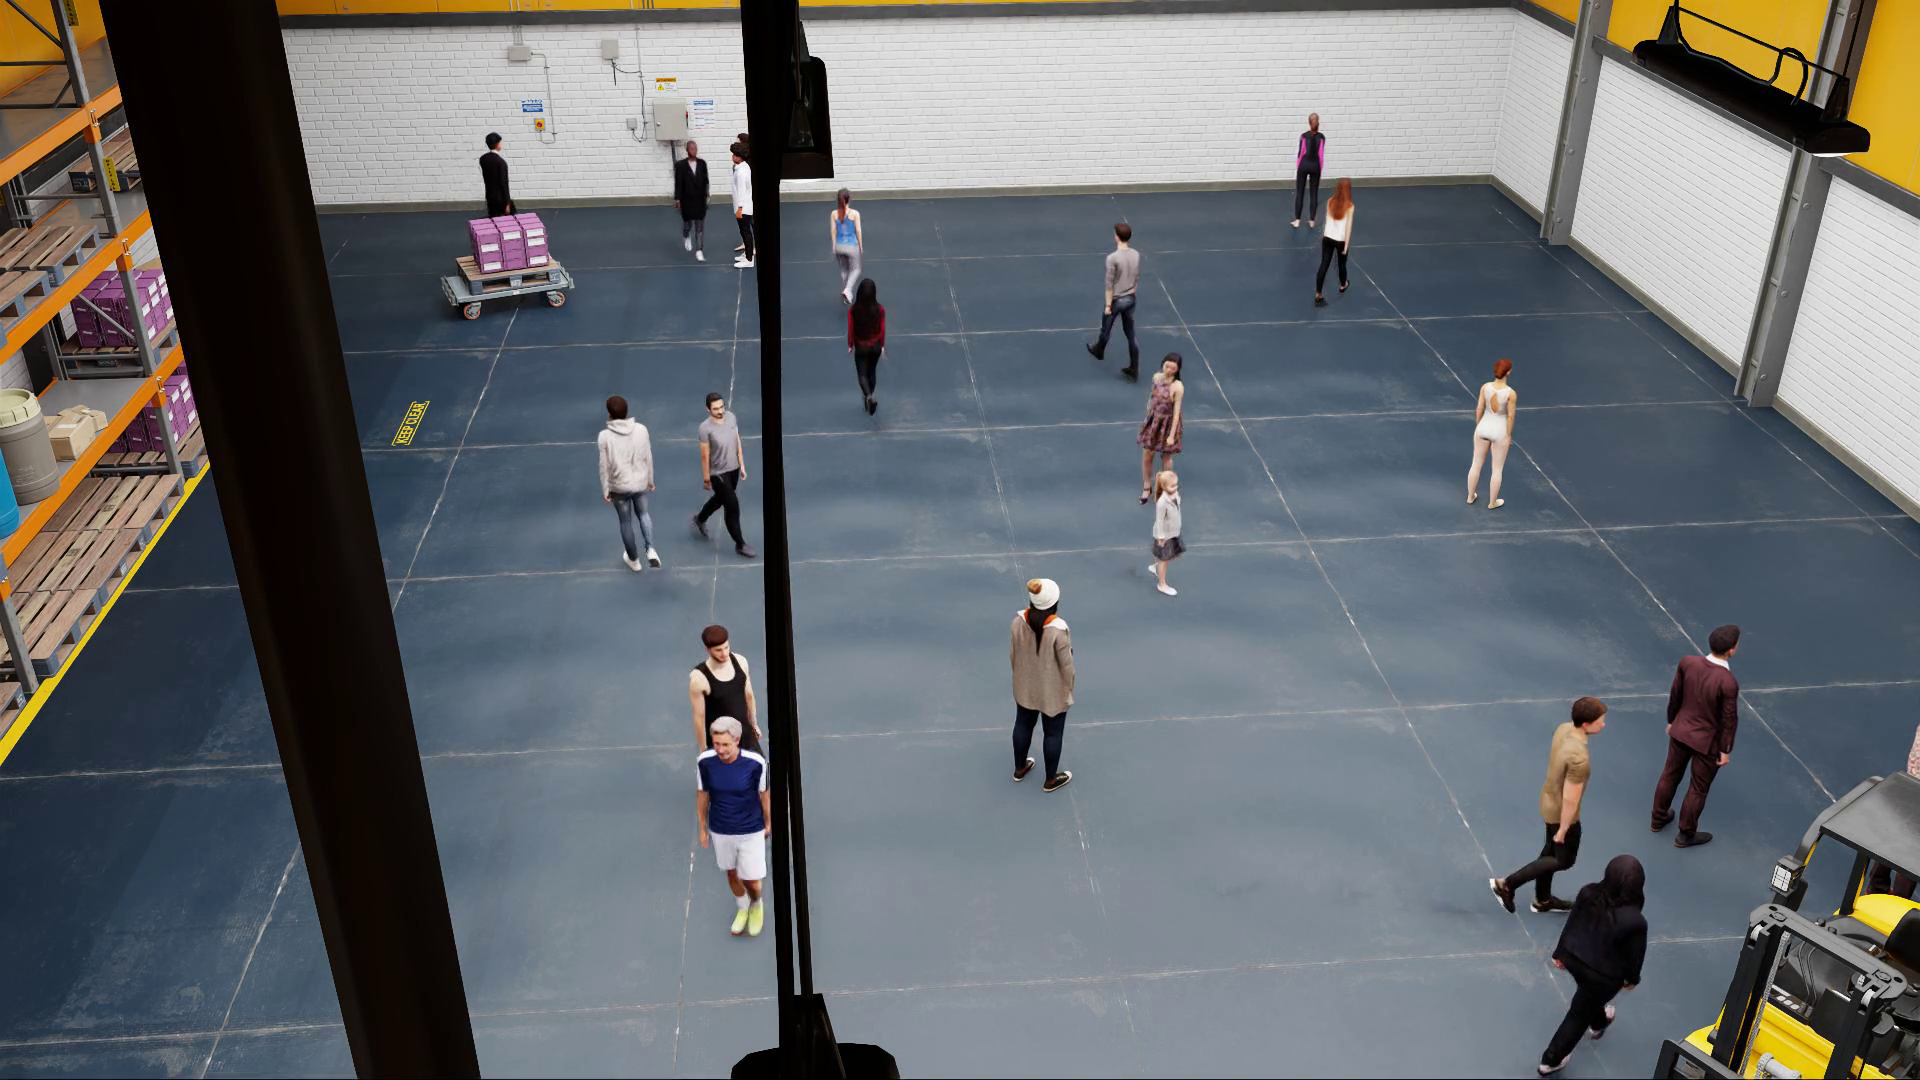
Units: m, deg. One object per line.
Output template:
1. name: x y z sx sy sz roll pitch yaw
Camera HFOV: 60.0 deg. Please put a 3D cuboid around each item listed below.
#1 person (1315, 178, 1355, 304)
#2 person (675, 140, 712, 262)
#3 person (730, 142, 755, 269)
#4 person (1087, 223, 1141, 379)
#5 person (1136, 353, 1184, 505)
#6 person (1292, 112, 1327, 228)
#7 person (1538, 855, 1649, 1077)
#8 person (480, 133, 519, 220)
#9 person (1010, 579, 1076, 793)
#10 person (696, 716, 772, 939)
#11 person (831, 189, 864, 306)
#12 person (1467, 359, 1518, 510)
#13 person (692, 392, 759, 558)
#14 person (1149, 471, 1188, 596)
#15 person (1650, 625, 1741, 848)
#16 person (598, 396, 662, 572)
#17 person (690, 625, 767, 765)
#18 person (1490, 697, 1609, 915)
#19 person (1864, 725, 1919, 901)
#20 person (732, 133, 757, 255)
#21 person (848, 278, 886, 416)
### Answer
1. person: 5.044 -4.011 22.513 1.032 1.675 1.144 18 34 30
2. person: -3.896 -4.950 24.154 0.805 1.751 0.914 -14 31 -23
3. person: -3.110 -4.820 23.855 0.683 1.810 0.510 -2 29 -3
4. person: 2.012 -2.863 20.216 1.059 1.858 1.323 -15 32 -26
5. person: 2.104 -1.151 17.202 0.886 1.741 0.826 -21 35 -33
6. person: 5.344 -5.670 25.480 0.581 1.746 0.567 2 29 3
7. person: 3.882 2.708 10.317 1.012 1.558 1.063 -20 34 -32
8. person: -6.720 -4.887 23.940 1.111 1.846 1.218 17 33 28
9. person: 0.623 1.095 12.926 0.823 1.891 0.864 17 33 29
10. person: -1.520 1.920 11.484 0.704 1.824 0.674 4 29 7
11. person: -1.527 -3.909 22.405 0.718 1.600 0.890 6 29 11
12. person: 5.515 -1.108 17.224 0.611 1.643 0.667 21 35 33
13. person: -2.396 -0.694 16.377 1.096 1.727 1.116 16 32 26
14. person: 1.918 -0.097 15.759 0.737 1.270 0.677 20 34 32
15. person: 5.473 1.440 12.321 0.842 1.865 0.711 -17 33 -28
16. person: -3.130 -0.488 15.876 0.891 1.845 1.012 -15 32 -26
17. person: -1.767 1.406 12.366 0.966 1.881 1.041 -24 37 -37
18. person: 4.092 1.866 11.570 0.793 1.838 0.880 3 29 5
19. person: 6.713 1.874 11.587 0.778 1.806 0.562 1 29 2
20. person: -3.136 -5.091 24.396 0.683 1.768 0.735 21 35 33
21. person: -1.060 -2.188 19.208 0.668 1.639 0.916 -6 29 -12
